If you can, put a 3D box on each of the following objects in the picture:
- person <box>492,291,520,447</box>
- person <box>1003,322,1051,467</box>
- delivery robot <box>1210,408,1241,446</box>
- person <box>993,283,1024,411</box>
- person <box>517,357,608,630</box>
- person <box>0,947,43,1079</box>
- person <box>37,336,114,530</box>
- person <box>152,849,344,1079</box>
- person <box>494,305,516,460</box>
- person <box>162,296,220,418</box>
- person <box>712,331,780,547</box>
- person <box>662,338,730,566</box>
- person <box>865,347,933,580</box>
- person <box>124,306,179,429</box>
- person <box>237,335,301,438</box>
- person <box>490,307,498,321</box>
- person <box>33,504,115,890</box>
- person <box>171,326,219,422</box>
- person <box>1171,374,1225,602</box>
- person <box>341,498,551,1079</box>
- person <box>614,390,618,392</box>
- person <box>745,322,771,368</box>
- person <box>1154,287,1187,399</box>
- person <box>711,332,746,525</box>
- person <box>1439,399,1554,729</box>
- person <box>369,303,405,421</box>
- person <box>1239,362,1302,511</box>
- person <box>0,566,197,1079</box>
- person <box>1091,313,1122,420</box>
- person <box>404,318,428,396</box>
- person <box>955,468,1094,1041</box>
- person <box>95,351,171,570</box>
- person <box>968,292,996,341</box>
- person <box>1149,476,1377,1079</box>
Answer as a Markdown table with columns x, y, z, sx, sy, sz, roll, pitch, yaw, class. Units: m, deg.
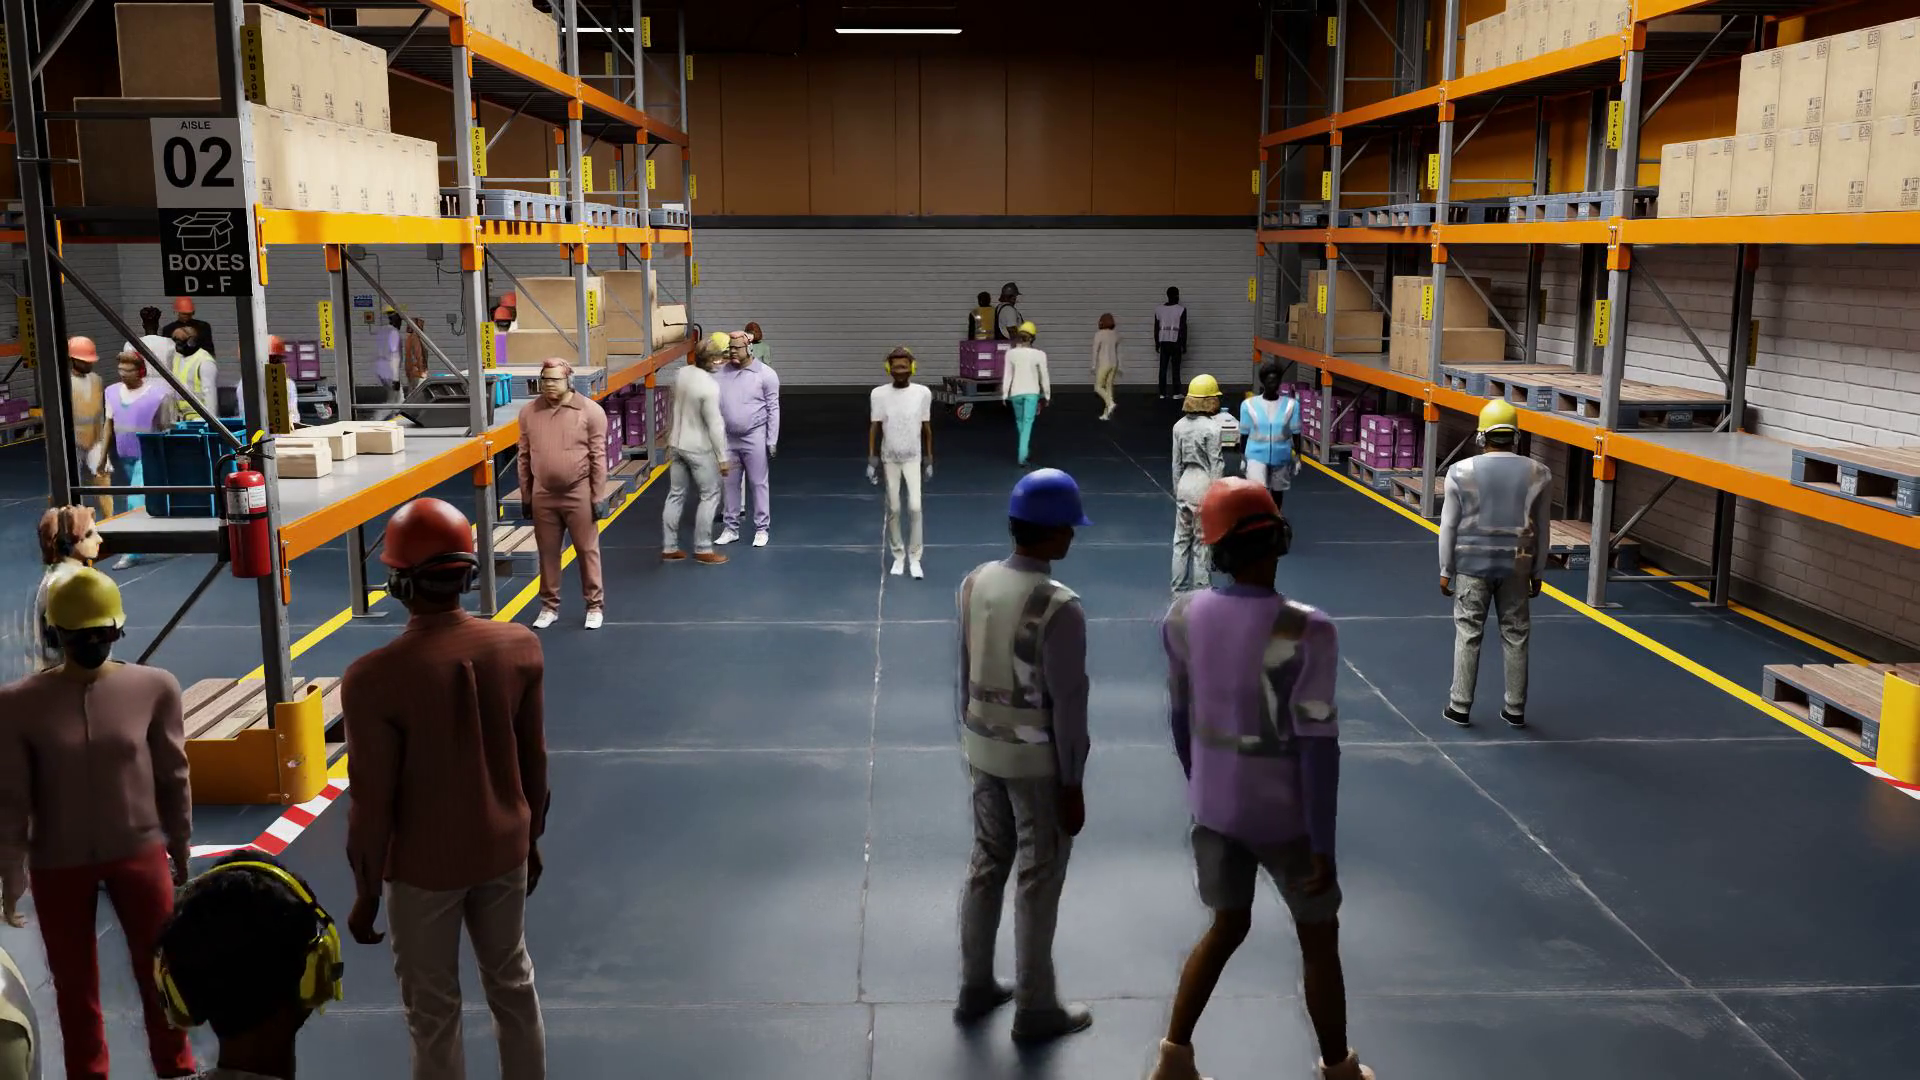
| x | y | z | sx | sy | sz | roll | pitch | yaw | class |
| --- | --- | --- | --- | --- | --- | --- | --- | --- | --- |
| -5.786 | -2.184 | 21.509 | 0.390 | 2.040 | 0.614 | 7 | 12 | 35 | person |
| 0.816 | -1.753 | 20.012 | 0.556 | 1.716 | 0.902 | 4 | 11 | 20 | person |
| 3.385 | -1.448 | 21.291 | 0.477 | 0.478 | 0.707 | 0 | 10 | 0 | delivery robot |
| 0.823 | -3.068 | 26.436 | 0.538 | 2.000 | 0.684 | -4 | 11 | -20 | person |
| -2.755 | -0.314 | 11.512 | 0.637 | 1.899 | 0.395 | 1 | 10 | 6 | person |
| -1.800 | 1.261 | 2.892 | 0.591 | 1.837 | 0.403 | 9 | 14 | 41 | person |
| -7.861 | -0.885 | 14.780 | 0.952 | 1.880 | 0.590 | 5 | 11 | 24 | person |
| -0.949 | 1.365 | 2.323 | 0.561 | 1.844 | 0.503 | 3 | 11 | 18 | person |
| -5.566 | -1.921 | 20.422 | 0.548 | 1.913 | 0.830 | -4 | 11 | -19 | person |
| -10.175 | -2.251 | 22.102 | 0.816 | 1.966 | 0.594 | -7 | 12 | -33 | person |
| -1.916 | -0.884 | 14.649 | 0.650 | 1.906 | 0.401 | 3 | 11 | 17 | person |
| -2.212 | -0.712 | 13.726 | 0.441 | 1.897 | 0.686 | -9 | 14 | -42 | person |
| -0.484 | -0.597 | 13.222 | 0.525 | 1.848 | 0.729 | 0 | 10 | 1 | person |
| -8.990 | -1.628 | 18.626 | 0.605 | 1.966 | 0.367 | -5 | 11 | -26 | person |
| -5.847 | -0.766 | 14.015 | 0.576 | 1.905 | 0.775 | 3 | 10 | 14 | person |
| -7.072 | -2.718 | 25.452 | 0.532 | 1.696 | 0.319 | -3 | 11 | -18 | person |
| -3.635 | 0.660 | 6.812 | 0.413 | 1.629 | 0.518 | -4 | 11 | -19 | person |
| -7.847 | -1.285 | 17.113 | 0.668 | 1.827 | 0.432 | 8 | 13 | 38 | person |
| 1.722 | -0.312 | 11.909 | 0.301 | 1.745 | 0.483 | -7 | 12 | -33 | person |
| -1.412 | 0.873 | 4.610 | 0.377 | 1.995 | 0.608 | 9 | 13 | 40 | person |
| -5.069 | -2.608 | 24.380 | 0.683 | 1.860 | 0.597 | -7 | 13 | -36 | person |
| -2.713 | -2.041 | 21.842 | 0.497 | 1.636 | 0.284 | 3 | 11 | 18 | person |
| 3.602 | -3.369 | 28.467 | 0.589 | 1.915 | 0.399 | 6 | 12 | 32 | person |
| -2.236 | -1.059 | 15.833 | 0.404 | 1.827 | 0.600 | 2 | 10 | 12 | person |
| 2.943 | 0.139 | 9.195 | 0.591 | 1.823 | 0.405 | 1 | 10 | 6 | person |
| -7.549 | -2.183 | 21.955 | 0.614 | 1.880 | 0.674 | -7 | 12 | -35 | person |
| 2.676 | -0.722 | 14.415 | 0.536 | 1.668 | 0.814 | 1 | 10 | 4 | person |
| -2.522 | 0.943 | 4.875 | 0.540 | 1.762 | 0.374 | -6 | 12 | -32 | person |
| 2.237 | -2.592 | 24.954 | 0.511 | 1.613 | 0.435 | -6 | 12 | -31 | person |
| -7.511 | -2.249 | 22.995 | 0.309 | 1.640 | 0.513 | -7 | 12 | -35 | person |
| 0.214 | 0.729 | 5.626 | 0.489 | 1.938 | 0.643 | -7 | 13 | -35 | person |
| -6.829 | -0.703 | 13.966 | 0.589 | 1.802 | 0.958 | 3 | 11 | 18 | person |
| 0.438 | -3.311 | 28.381 | 0.633 | 1.838 | 0.428 | -3 | 11 | -17 | person |
| 0.891 | 0.805 | 5.061 | 0.716 | 1.990 | 0.654 | -10 | 14 | -43 | person |
